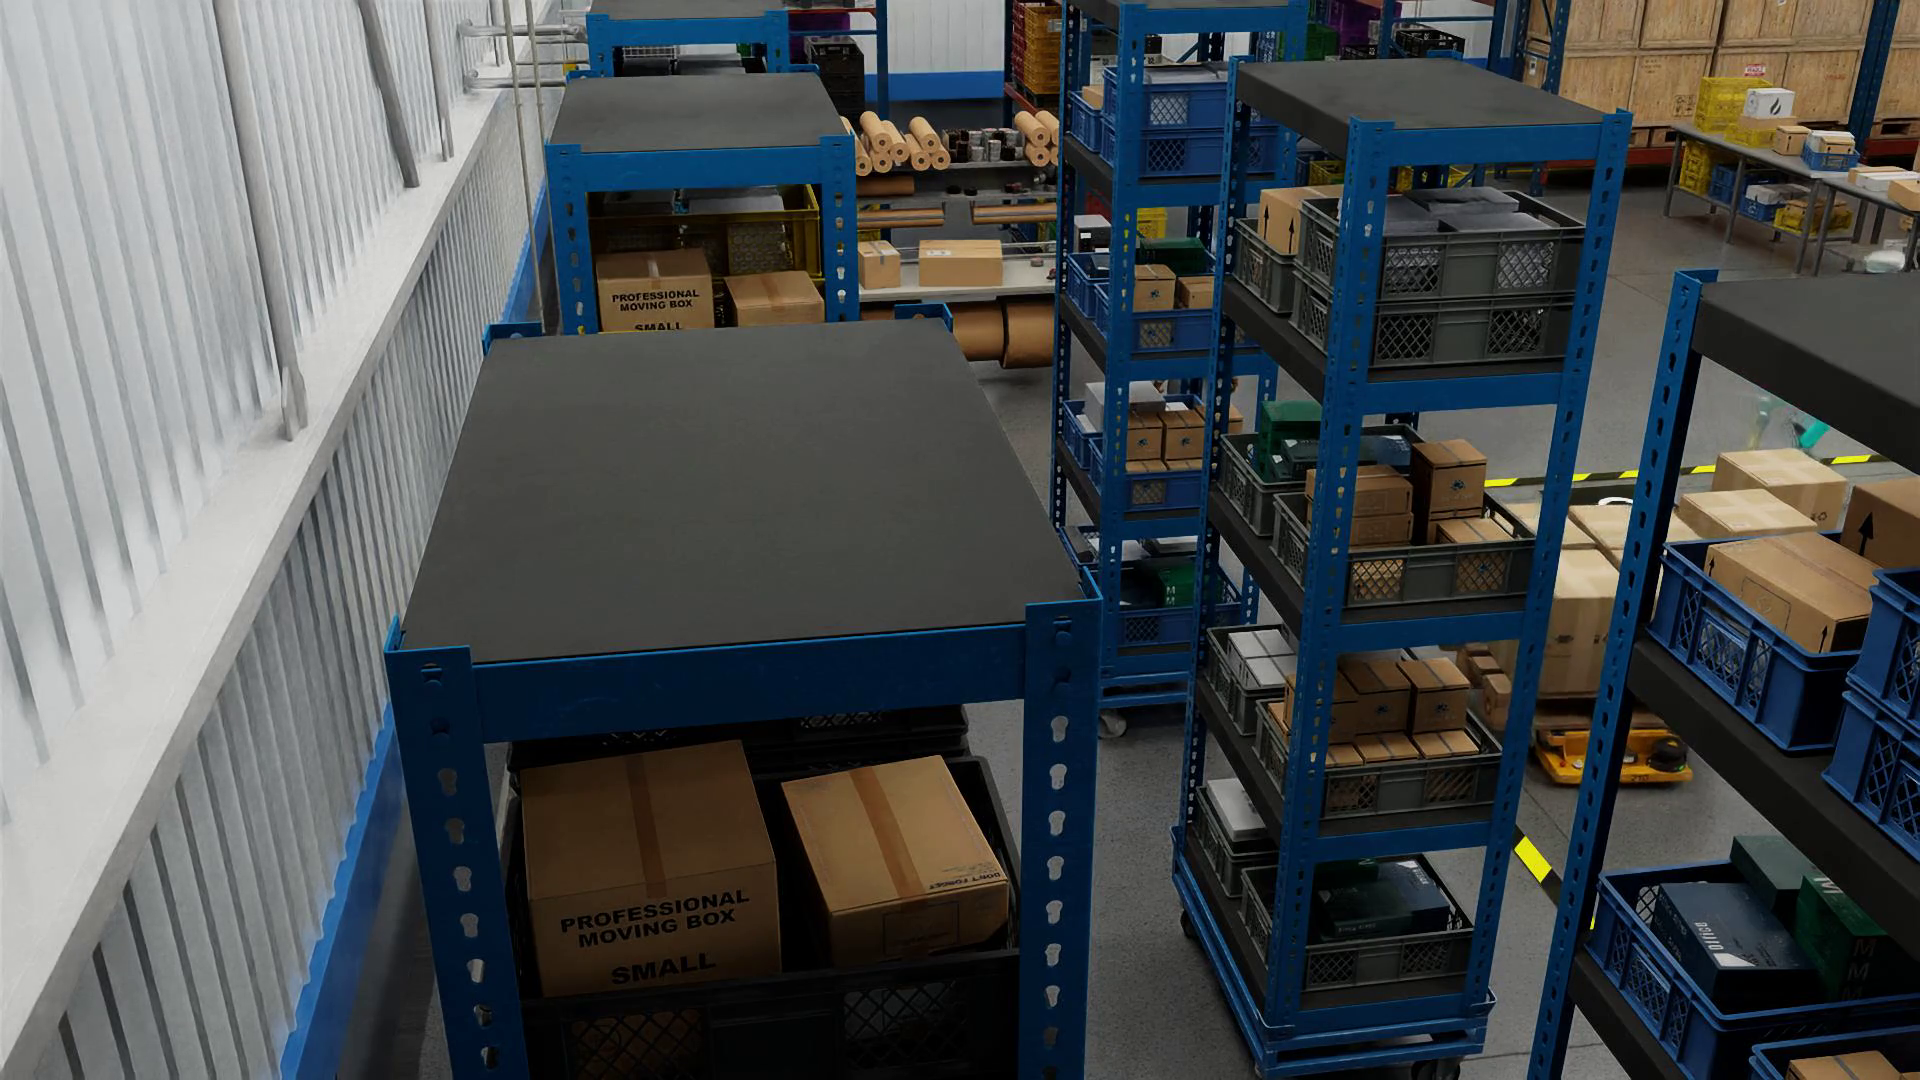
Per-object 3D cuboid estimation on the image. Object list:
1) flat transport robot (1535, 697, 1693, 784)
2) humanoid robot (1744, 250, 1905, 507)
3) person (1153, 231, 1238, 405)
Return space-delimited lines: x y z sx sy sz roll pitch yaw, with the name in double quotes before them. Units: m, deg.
"flat transport robot" 3.142 0.787 8.556 0.652 0.197 1.431 -1 25 -2
"humanoid robot" 5.569 -1.061 10.937 1.047 1.787 0.530 14 28 28
"person" 1.535 -1.106 10.810 0.596 1.849 0.386 -3 25 -7
